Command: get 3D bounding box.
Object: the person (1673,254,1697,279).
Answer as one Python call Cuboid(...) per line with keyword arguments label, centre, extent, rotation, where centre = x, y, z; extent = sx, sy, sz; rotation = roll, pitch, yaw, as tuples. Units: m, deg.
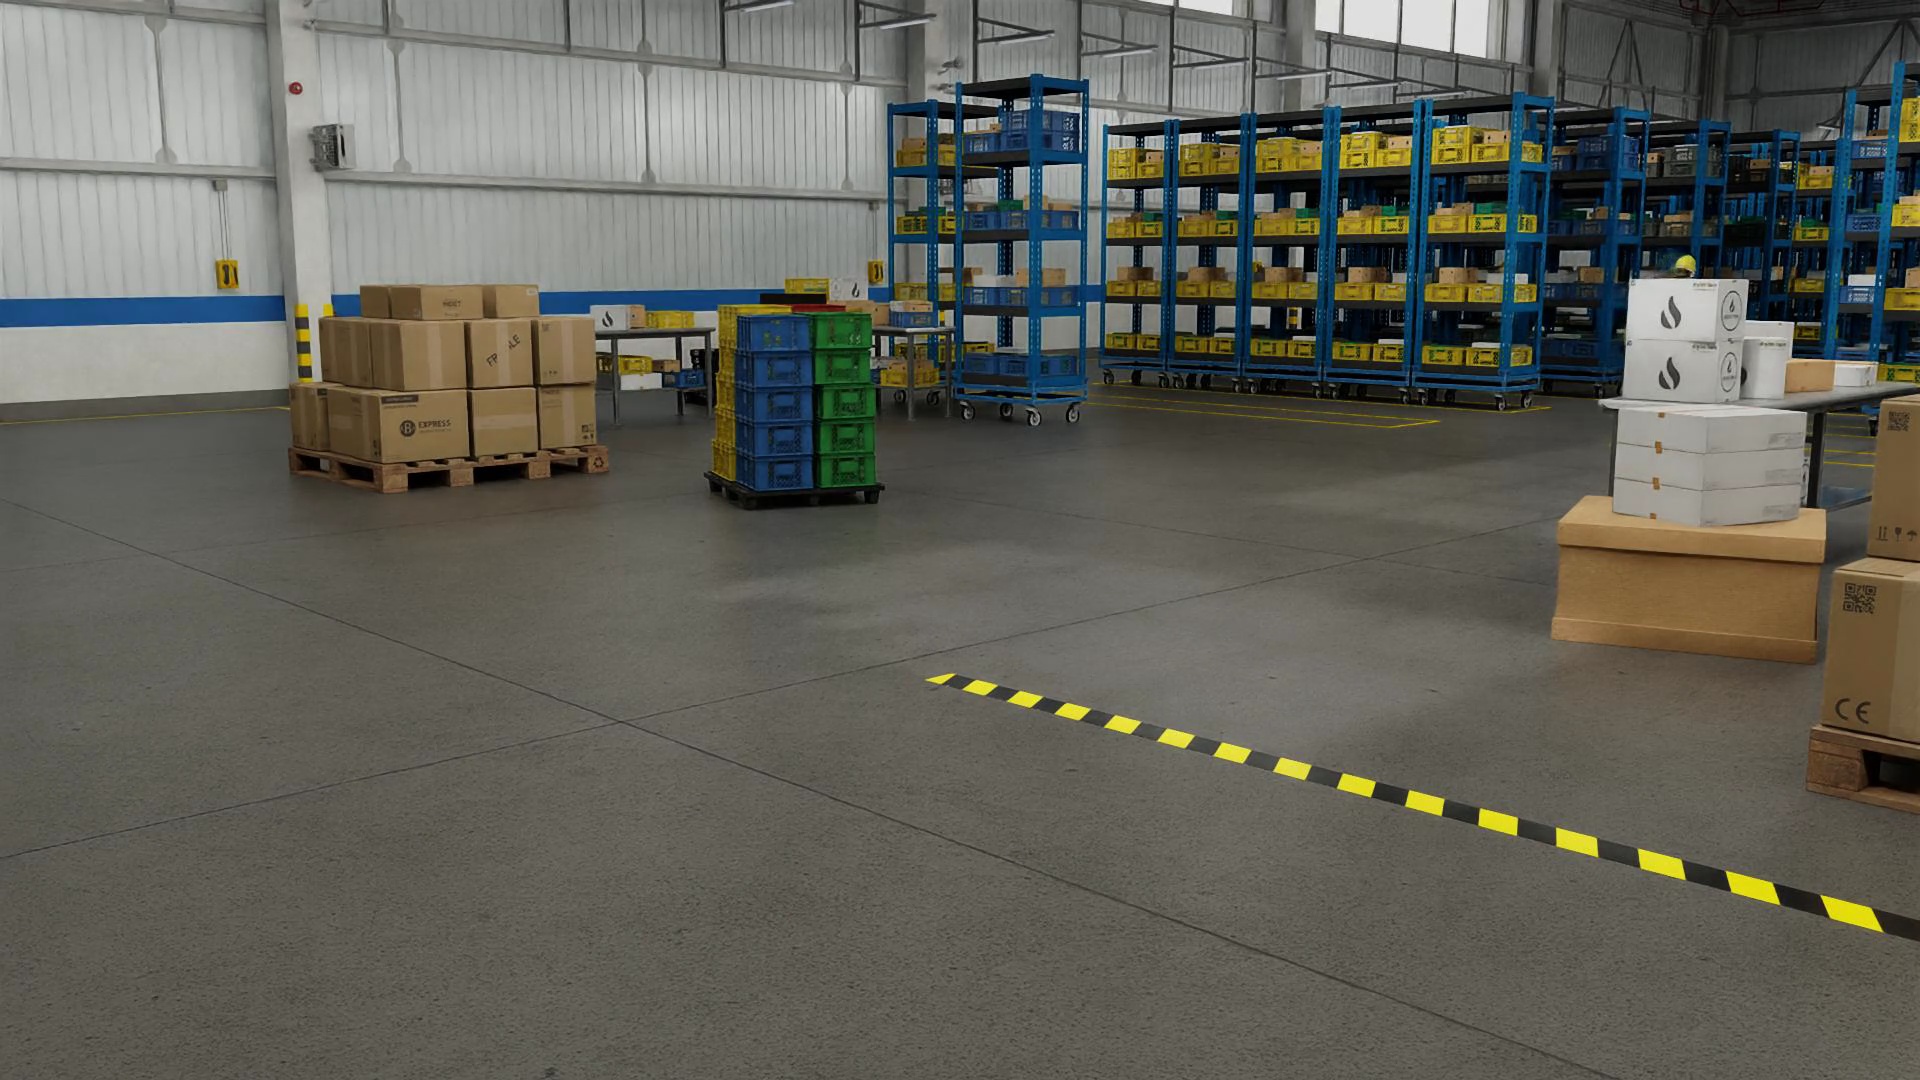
Cuboid(label="person", centre=(7.944, -2.261, 18.444), extent=(0.584, 1.804, 0.868), rotation=(6, 11, 33))
